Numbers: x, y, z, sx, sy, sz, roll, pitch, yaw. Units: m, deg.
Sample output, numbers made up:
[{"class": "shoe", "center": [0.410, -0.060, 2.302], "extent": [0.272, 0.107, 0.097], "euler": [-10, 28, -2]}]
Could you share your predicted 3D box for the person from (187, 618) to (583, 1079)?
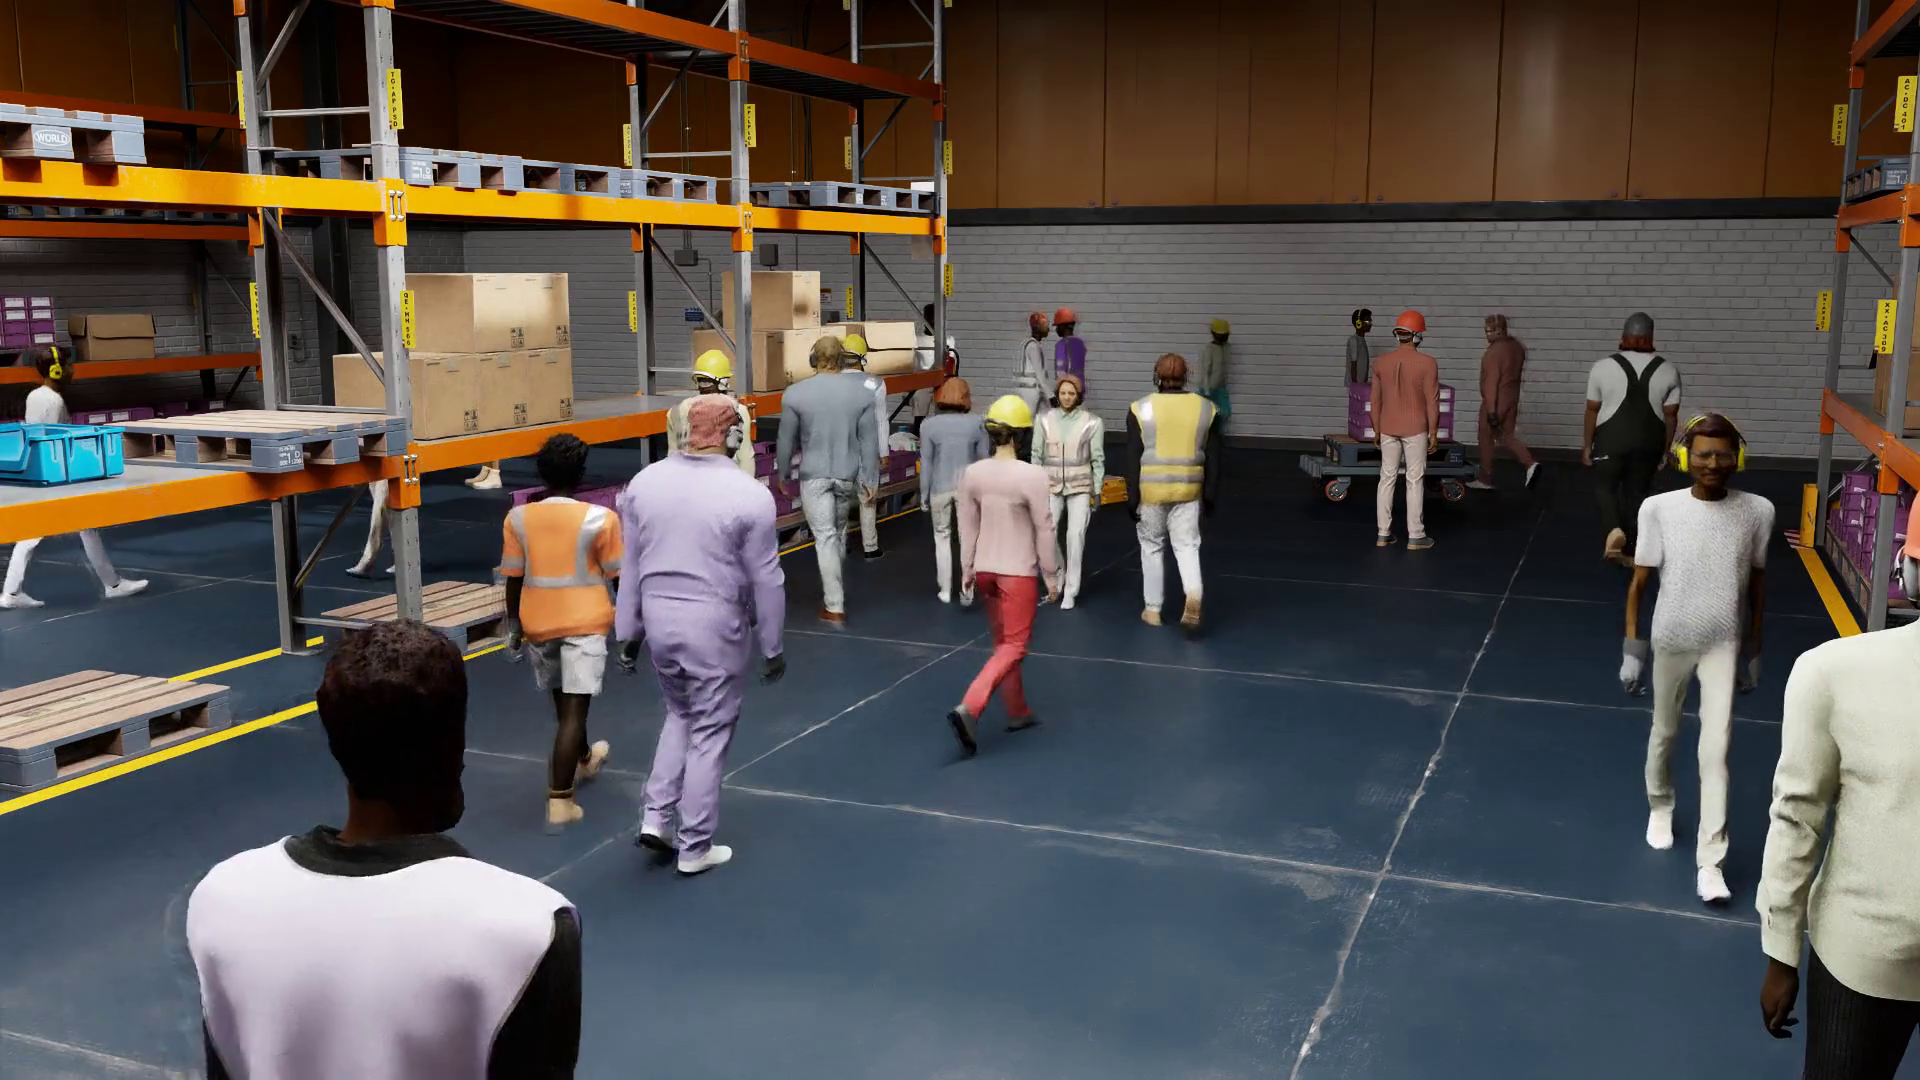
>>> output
[{"class": "person", "center": [-0.806, 1.064, 2.260], "extent": [0.602, 1.898, 0.745], "euler": [3, 10, 16]}]

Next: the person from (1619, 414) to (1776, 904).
[{"class": "person", "center": [2.840, 0.411, 6.448], "extent": [0.538, 1.813, 0.997], "euler": [3, 10, 17]}]

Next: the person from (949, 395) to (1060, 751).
[{"class": "person", "center": [0.196, 0.157, 8.208], "extent": [0.529, 1.744, 0.786], "euler": [9, 13, 42]}]

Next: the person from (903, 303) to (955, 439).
[{"class": "person", "center": [-0.342, -1.750, 19.124], "extent": [0.627, 1.942, 0.535], "euler": [-3, 10, -18]}]

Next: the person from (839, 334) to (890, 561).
[{"class": "person", "center": [-0.841, -0.736, 13.365], "extent": [0.588, 1.827, 0.403], "euler": [3, 10, 19]}]

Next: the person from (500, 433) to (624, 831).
[{"class": "person", "center": [-1.667, 0.361, 7.222], "extent": [0.545, 1.644, 0.890], "euler": [2, 10, 12]}]

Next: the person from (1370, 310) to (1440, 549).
[{"class": "person", "center": [3.740, -0.921, 13.955], "extent": [0.610, 1.996, 0.378], "euler": [8, 12, 41]}]

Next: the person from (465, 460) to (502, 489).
[{"class": "person", "center": [-5.126, -1.559, 17.683], "extent": [0.392, 2.041, 0.615], "euler": [-5, 11, -28]}]

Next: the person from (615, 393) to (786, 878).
[{"class": "person", "center": [-0.994, 0.374, 6.456], "extent": [0.673, 1.882, 0.433], "euler": [4, 10, 25]}]

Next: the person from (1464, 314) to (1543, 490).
[{"class": "person", "center": [5.694, -1.422, 17.378], "extent": [0.651, 1.866, 0.763], "euler": [-8, 12, -39]}]

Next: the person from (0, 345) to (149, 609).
[{"class": "person", "center": [-6.296, -0.442, 11.598], "extent": [0.539, 1.824, 0.973], "euler": [7, 12, 38]}]

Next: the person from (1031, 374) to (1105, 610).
[{"class": "person", "center": [0.736, -0.330, 11.470], "extent": [0.541, 1.624, 0.356], "euler": [3, 10, 15]}]

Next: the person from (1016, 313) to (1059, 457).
[{"class": "person", "center": [0.902, -1.630, 18.750], "extent": [0.953, 1.840, 0.584], "euler": [1, 9, 6]}]

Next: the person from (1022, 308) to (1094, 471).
[{"class": "person", "center": [1.169, -1.662, 18.775], "extent": [1.004, 1.876, 0.574], "euler": [8, 12, 38]}]

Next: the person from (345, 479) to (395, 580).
[{"class": "person", "center": [-4.458, -0.501, 12.561], "extent": [0.545, 1.601, 0.817], "euler": [5, 11, 29]}]

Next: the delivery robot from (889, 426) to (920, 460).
[{"class": "delivery robot", "center": [-0.645, -1.043, 18.774], "extent": [0.477, 0.478, 0.707], "euler": [-8, 12, -41]}]

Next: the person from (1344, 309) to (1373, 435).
[{"class": "person", "center": [4.653, -1.757, 19.403], "extent": [0.328, 1.873, 0.517], "euler": [3, 10, 19]}]

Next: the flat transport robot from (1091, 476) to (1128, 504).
[{"class": "flat transport robot", "center": [1.117, -0.555, 16.954], "extent": [1.431, 0.197, 0.652], "euler": [8, 13, 41]}]

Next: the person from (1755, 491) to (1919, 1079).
[{"class": "person", "center": [1.918, 0.839, 3.294], "extent": [0.622, 1.992, 0.397], "euler": [2, 10, 13]}]

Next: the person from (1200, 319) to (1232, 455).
[{"class": "person", "center": [3.147, -1.870, 20.541], "extent": [0.550, 1.713, 0.568], "euler": [-9, 13, -43]}]

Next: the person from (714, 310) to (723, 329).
[{"class": "person", "center": [-2.356, -1.378, 16.972], "extent": [0.628, 1.912, 0.756], "euler": [9, 13, 42]}]

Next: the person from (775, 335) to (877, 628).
[{"class": "person", "center": [-0.928, -0.411, 11.133], "extent": [0.634, 1.905, 0.903], "euler": [-4, 10, -23]}]

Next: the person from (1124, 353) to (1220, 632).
[{"class": "person", "center": [1.374, -0.299, 10.746], "extent": [0.629, 1.818, 0.758], "euler": [-1, 9, -6]}]

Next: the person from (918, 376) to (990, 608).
[{"class": "person", "center": [-0.035, -0.323, 11.511], "extent": [0.502, 1.610, 0.666], "euler": [-1, 9, -4]}]

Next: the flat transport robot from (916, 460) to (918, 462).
[{"class": "flat transport robot", "center": [0.076, -0.723, 17.976], "extent": [0.652, 0.197, 1.431], "euler": [-7, 12, -36]}]

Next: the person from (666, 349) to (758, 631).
[{"class": "person", "center": [-1.583, -0.304, 10.712], "extent": [0.591, 1.834, 0.404], "euler": [3, 10, 18]}]

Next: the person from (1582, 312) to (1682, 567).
[{"class": "person", "center": [5.220, -0.777, 12.951], "extent": [0.692, 2.000, 0.681], "euler": [2, 10, 10]}]
